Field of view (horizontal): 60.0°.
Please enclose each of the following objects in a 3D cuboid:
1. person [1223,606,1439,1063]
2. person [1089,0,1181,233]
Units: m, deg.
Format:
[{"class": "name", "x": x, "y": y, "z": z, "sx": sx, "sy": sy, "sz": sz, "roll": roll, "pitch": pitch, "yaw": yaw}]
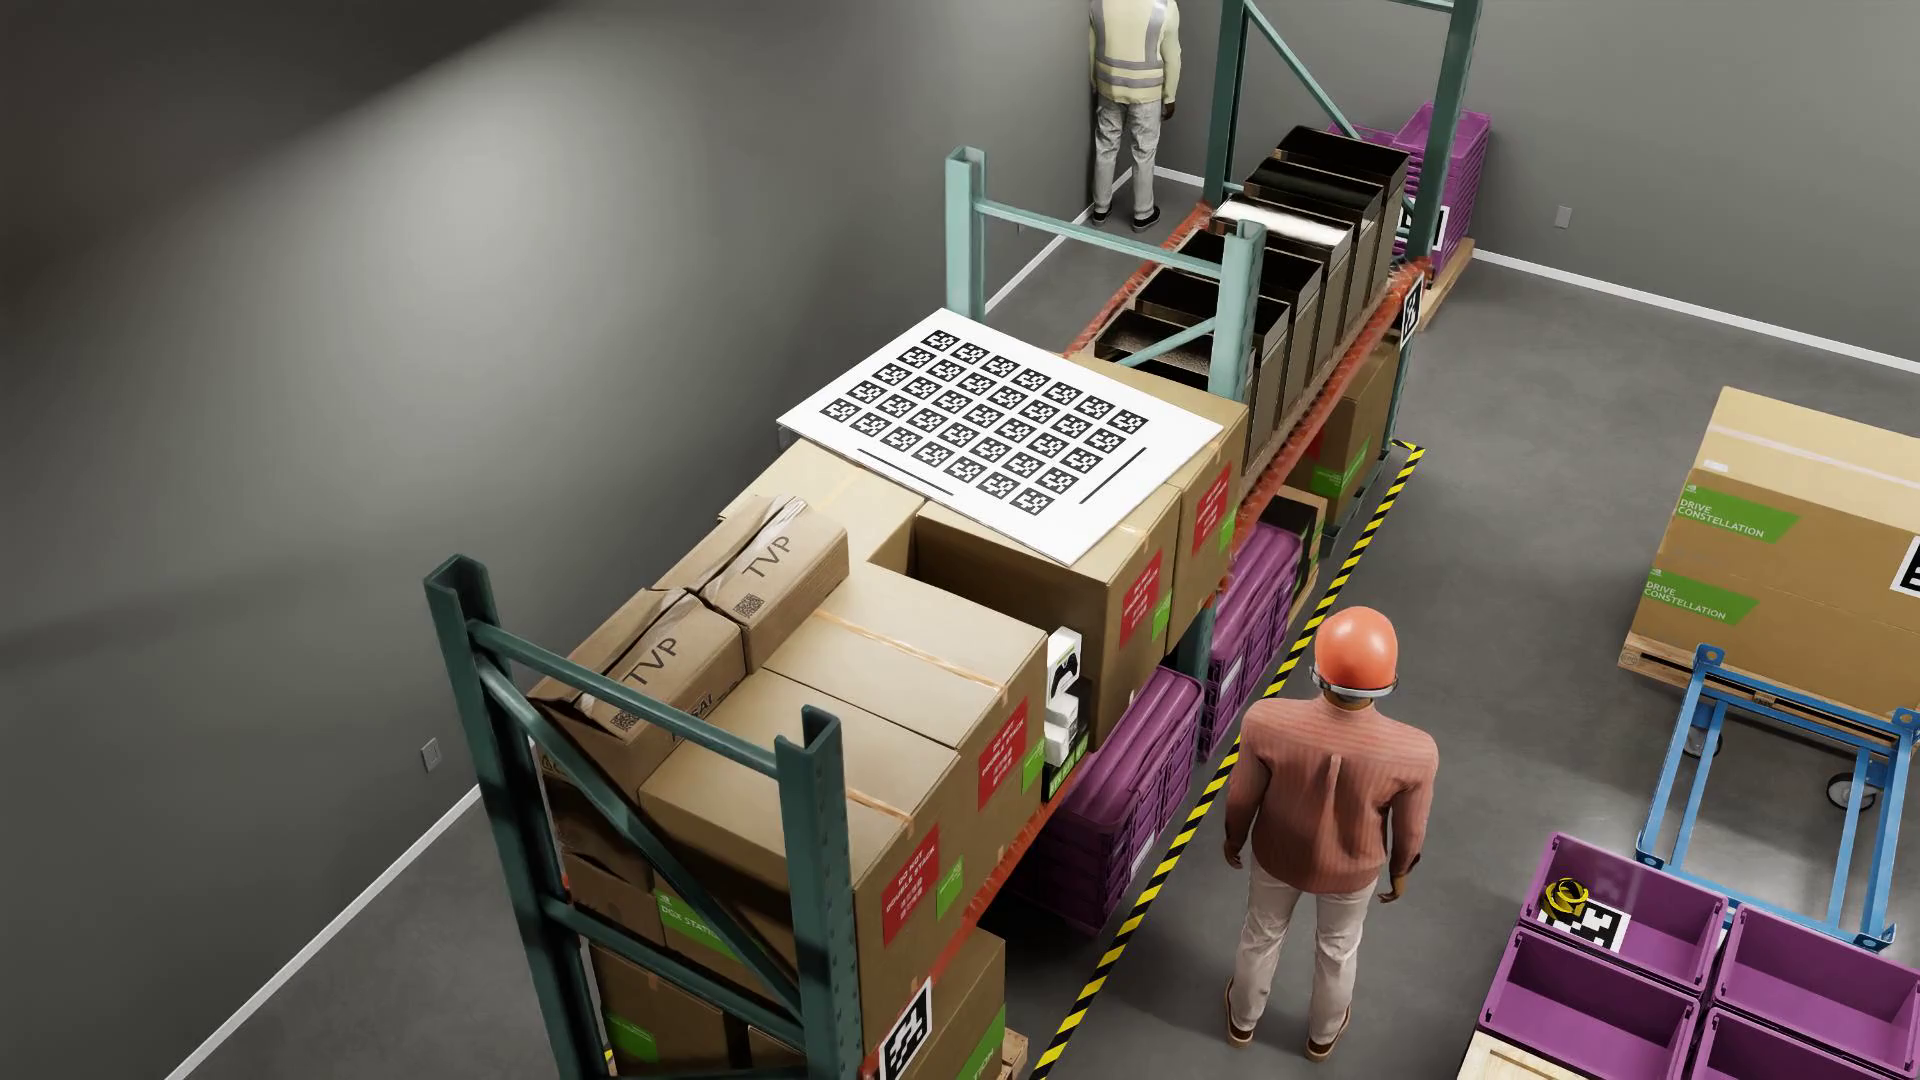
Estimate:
[{"class": "person", "x": 1.156, "y": 0.991, "z": 5.369, "sx": 0.622, "sy": 1.996, "sz": 0.369, "roll": 10, "pitch": 41, "yaw": 12}, {"class": "person", "x": 1.020, "y": -2.709, "z": 9.907, "sx": 0.590, "sy": 1.833, "sz": 0.404, "roll": 14, "pitch": 42, "yaw": 16}]
